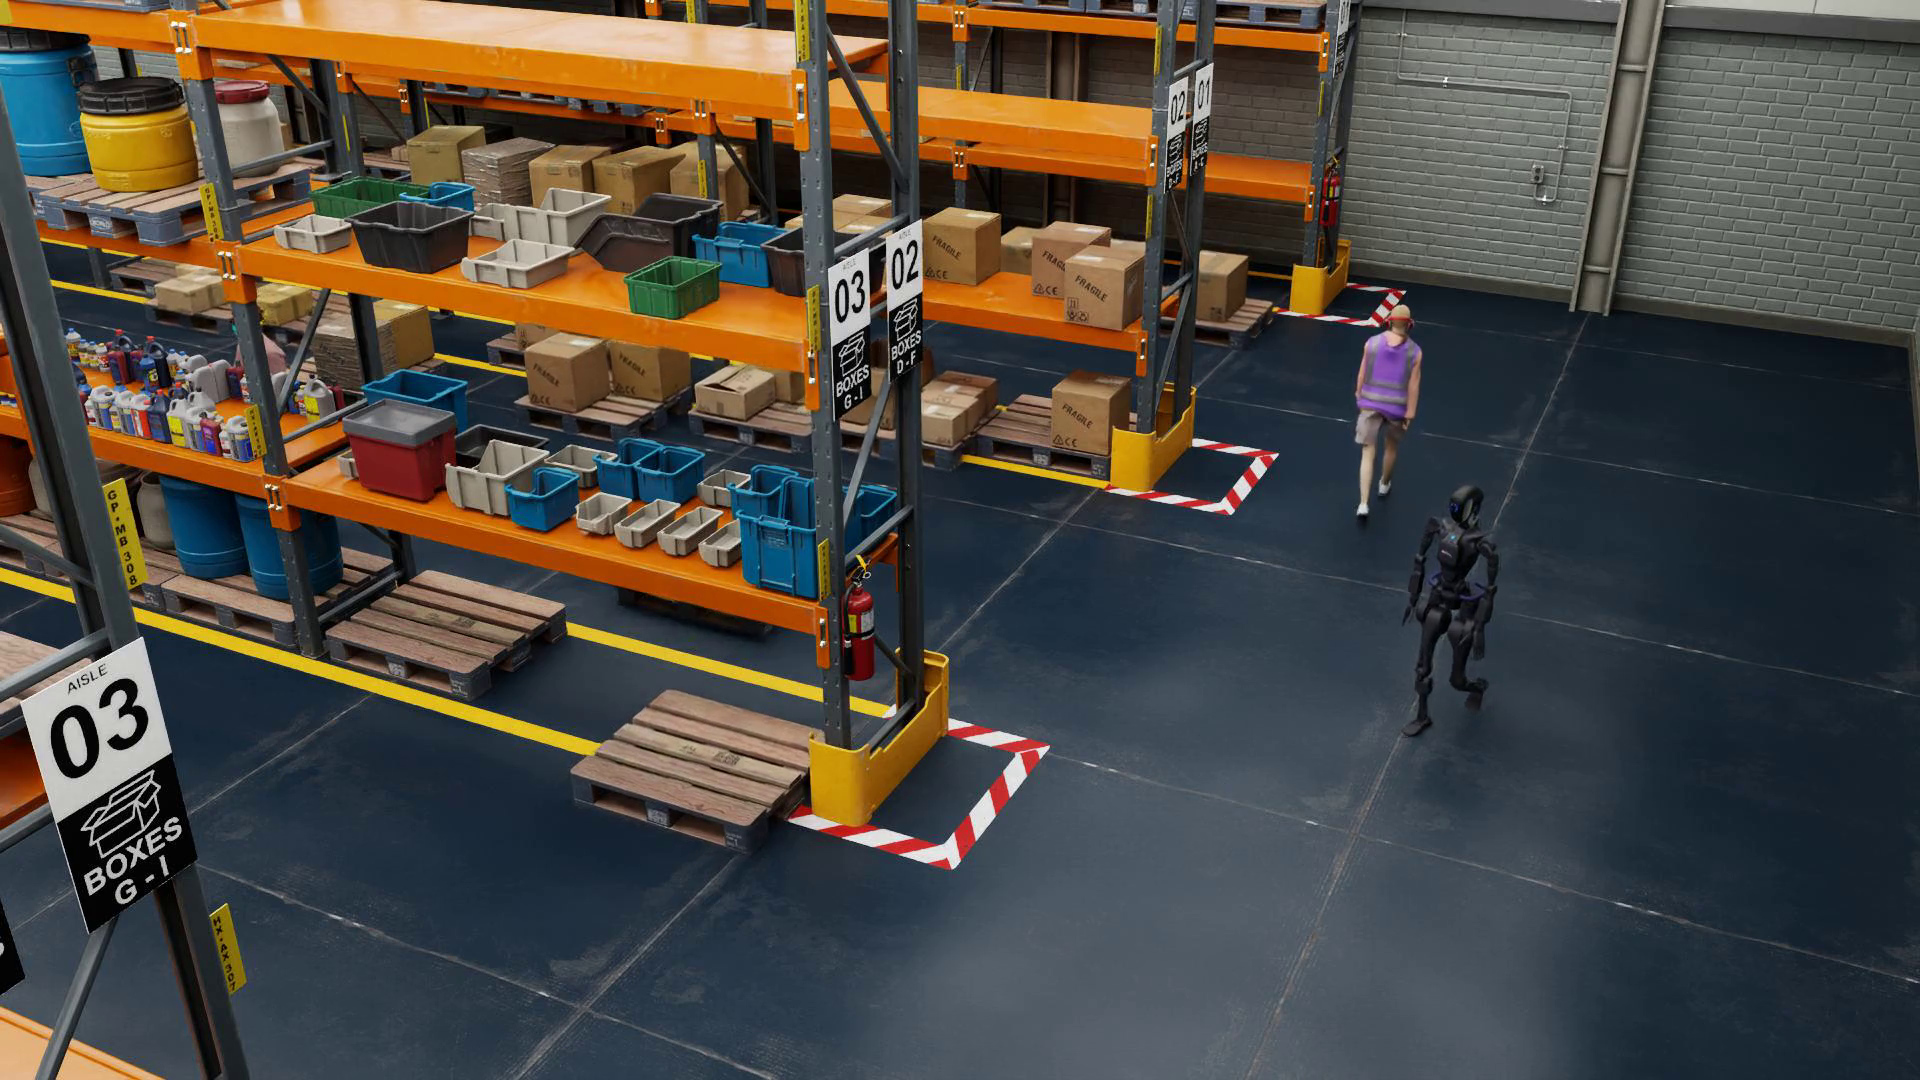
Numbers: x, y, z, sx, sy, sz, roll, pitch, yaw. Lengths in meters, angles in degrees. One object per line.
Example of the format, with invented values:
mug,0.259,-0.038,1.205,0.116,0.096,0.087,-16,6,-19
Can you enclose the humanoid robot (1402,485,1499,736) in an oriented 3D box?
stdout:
humanoid robot,2.983,0.382,9.959,0.613,1.626,0.589,-21,33,-36

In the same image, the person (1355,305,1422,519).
person,3.258,-1.000,12.765,0.476,1.651,0.894,7,27,15

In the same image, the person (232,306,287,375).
person,-5.153,-0.912,12.438,0.522,1.795,0.333,16,30,29
